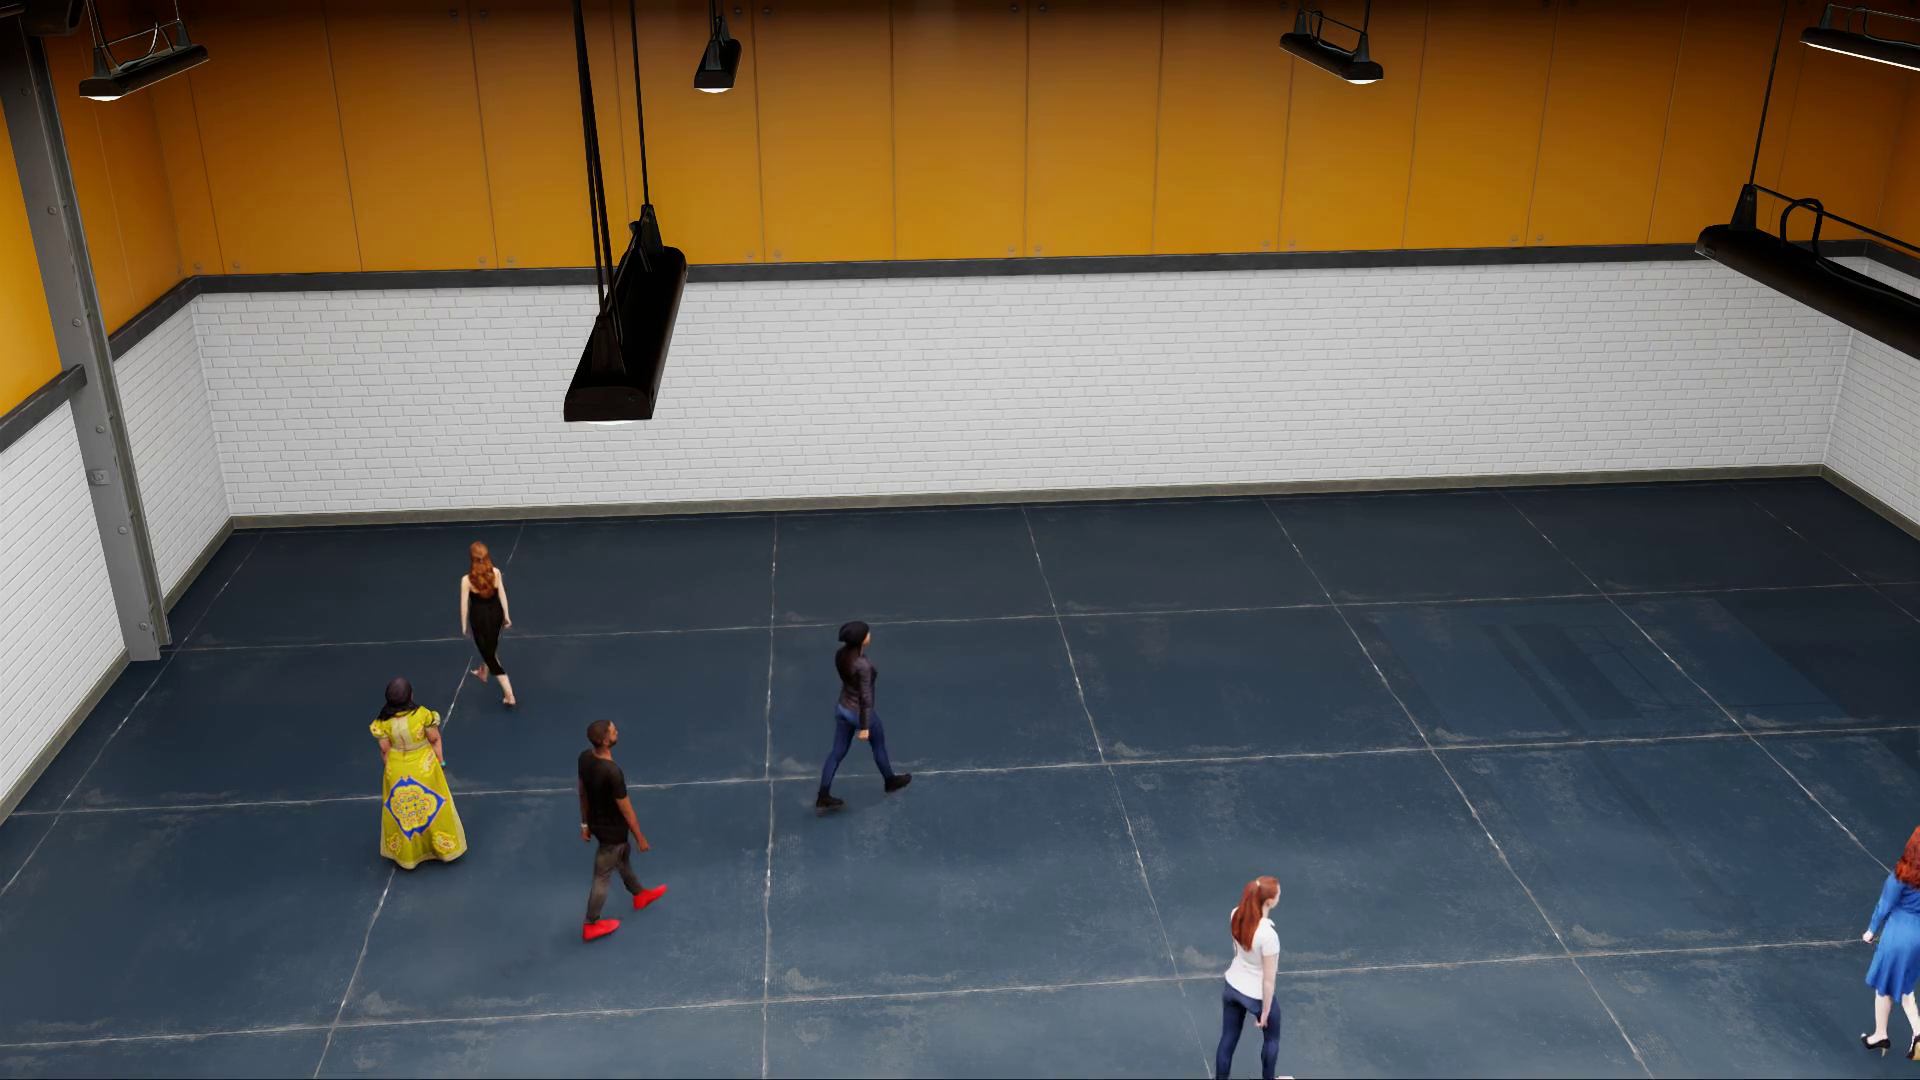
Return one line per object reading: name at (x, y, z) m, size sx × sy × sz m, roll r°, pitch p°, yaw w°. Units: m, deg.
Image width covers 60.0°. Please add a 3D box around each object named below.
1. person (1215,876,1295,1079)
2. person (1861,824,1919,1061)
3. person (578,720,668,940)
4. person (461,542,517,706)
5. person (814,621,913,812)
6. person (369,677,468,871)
person at (1.767, 2.928, 10.573) m, size 0.893 × 1.715 × 0.874 m, roll -20°, pitch 30°, yaw -37°
person at (6.247, 2.718, 10.927) m, size 0.617 × 1.815 × 0.784 m, roll -2°, pitch 24°, yaw -5°
person at (-2.675, 2.166, 12.240) m, size 1.076 × 1.775 × 1.069 m, roll -19°, pitch 30°, yaw -37°
person at (-4.395, 0.819, 15.572) m, size 1.031 × 1.575 × 1.166 m, roll -20°, pitch 31°, yaw -38°
person at (-0.949, 1.503, 13.853) m, size 1.094 × 1.698 × 1.172 m, roll -17°, pitch 29°, yaw -33°
person at (-4.319, 1.831, 13.150) m, size 0.886 × 1.660 × 0.813 m, roll -5°, pitch 24°, yaw -11°
